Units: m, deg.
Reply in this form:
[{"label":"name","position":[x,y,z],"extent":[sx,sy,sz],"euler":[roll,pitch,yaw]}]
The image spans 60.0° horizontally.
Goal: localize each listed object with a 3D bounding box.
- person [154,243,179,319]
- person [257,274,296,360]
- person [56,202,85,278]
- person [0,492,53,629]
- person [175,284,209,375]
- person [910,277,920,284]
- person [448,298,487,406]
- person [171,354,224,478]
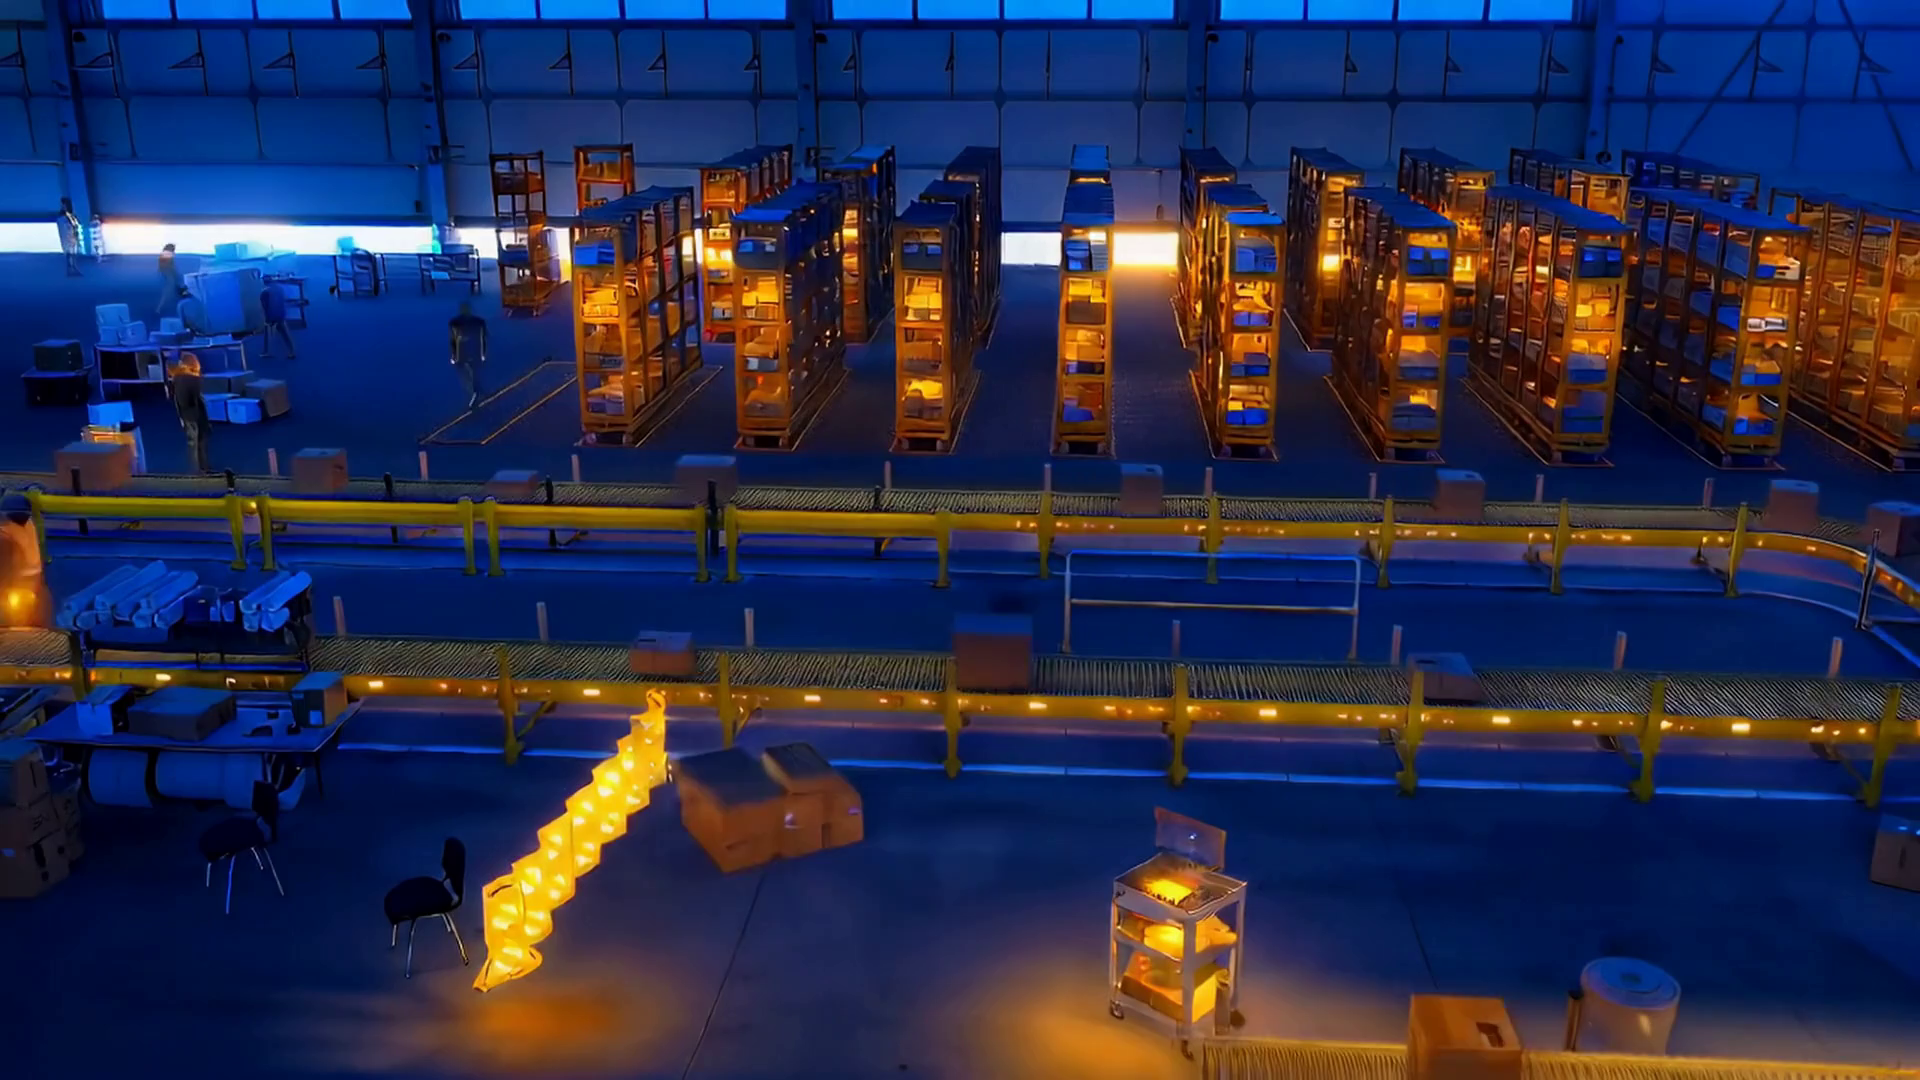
[{"label":"person","position":[-17.654,-5.755,37.022],"extent":[0.540,1.710,0.513],"euler":[2,18,5]},{"label":"person","position":[-13.496,-4.386,32.723],"extent":[0.866,1.680,0.587],"euler":[8,19,24]},{"label":"person","position":[-23.064,-7.772,43.041],"extent":[0.551,1.941,0.340],"euler":[11,20,31]},{"label":"person","position":[-9.681,0.431,17.060],"extent":[0.755,1.925,0.603],"euler":[0,17,0]},{"label":"person","position":[-14.045,-3.754,30.451],"extent":[0.374,1.843,0.568],"euler":[5,18,16]},{"label":"person","position":[-0.875,-5.720,36.767],"extent":[0.506,1.798,0.626],"euler":[-16,24,-42]},{"label":"person","position":[-8.466,-3.213,28.666],"extent":[0.655,1.883,0.537],"euler":[-12,21,-34]},{"label":"person","position":[-11.154,-1.808,24.296],"extent":[0.592,1.833,0.404],"euler":[5,18,14]}]
